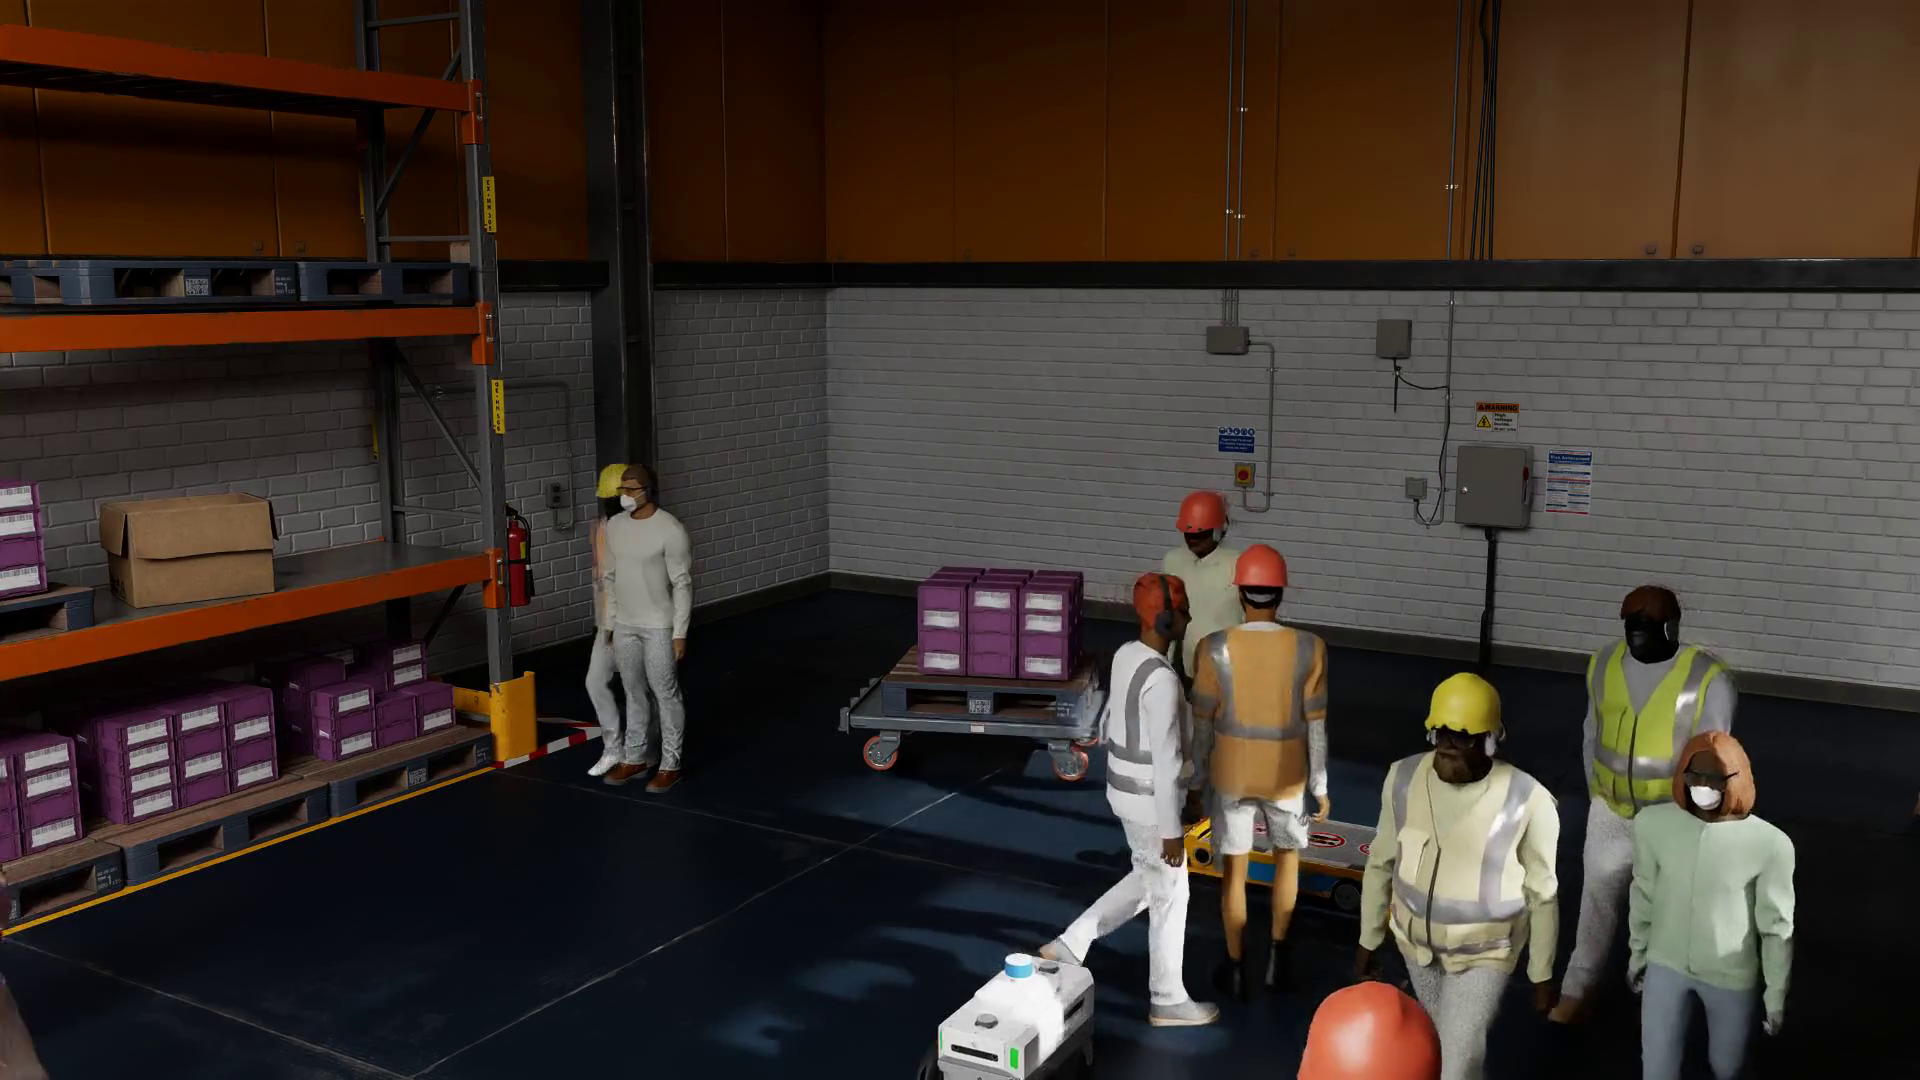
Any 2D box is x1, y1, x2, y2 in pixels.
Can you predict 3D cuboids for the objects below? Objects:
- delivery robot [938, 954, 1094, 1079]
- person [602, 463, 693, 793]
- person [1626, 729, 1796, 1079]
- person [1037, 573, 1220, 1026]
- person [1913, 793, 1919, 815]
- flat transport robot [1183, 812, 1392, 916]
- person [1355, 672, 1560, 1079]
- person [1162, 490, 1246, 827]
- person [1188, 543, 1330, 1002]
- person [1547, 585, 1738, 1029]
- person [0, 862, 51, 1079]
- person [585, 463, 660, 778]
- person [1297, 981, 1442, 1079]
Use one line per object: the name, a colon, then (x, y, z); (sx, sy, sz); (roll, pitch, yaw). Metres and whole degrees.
delivery robot: (0.214, 1.748, 6.041); (0.477, 0.478, 0.707); (5, 10, 28)
person: (-1.838, 0.510, 9.757); (0.628, 1.940, 0.377); (6, 11, 32)
person: (2.426, 1.379, 5.385); (0.507, 1.605, 0.795); (7, 11, 37)
person: (0.703, 1.048, 6.627); (0.653, 1.866, 0.583); (-1, 9, -9)
person: (5.731, 0.672, 9.199); (0.875, 1.803, 0.645); (-4, 10, -24)
flat transport robot: (1.722, 1.575, 8.297); (1.431, 0.197, 0.652); (5, 11, 30)
person: (1.619, 1.285, 5.420); (0.609, 1.784, 0.965); (9, 12, 43)
person: (1.425, 0.640, 9.034); (0.642, 1.929, 1.077); (9, 13, 44)
person: (1.236, 0.973, 6.912); (0.594, 1.922, 0.416); (1, 9, 8)
person: (2.784, 1.070, 6.737); (0.622, 1.796, 0.939); (9, 12, 43)
person: (-2.987, 1.303, 5.045); (0.968, 1.859, 0.678); (-4, 10, -21)
person: (-2.036, 0.495, 9.933); (0.623, 1.905, 0.609); (5, 11, 30)
person: (0.664, 1.626, 2.919); (0.553, 1.908, 0.893); (3, 10, 19)
